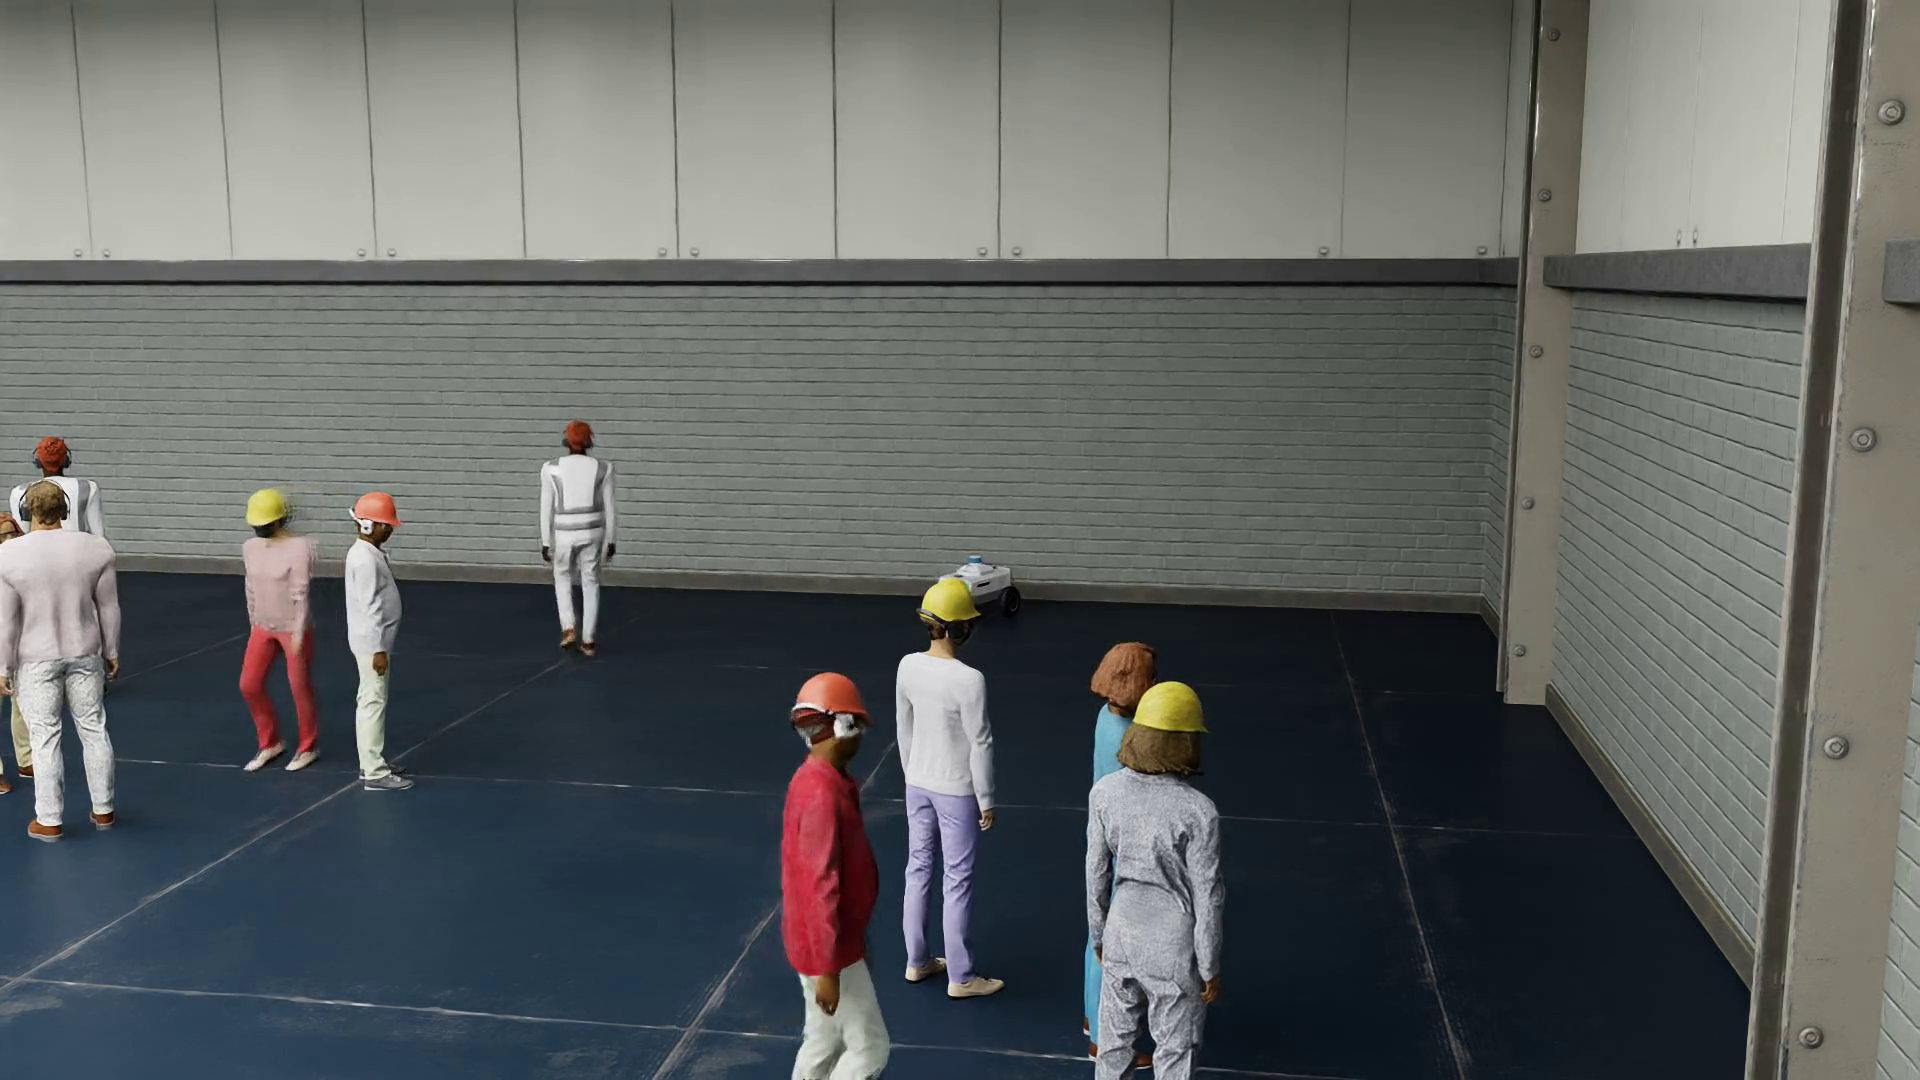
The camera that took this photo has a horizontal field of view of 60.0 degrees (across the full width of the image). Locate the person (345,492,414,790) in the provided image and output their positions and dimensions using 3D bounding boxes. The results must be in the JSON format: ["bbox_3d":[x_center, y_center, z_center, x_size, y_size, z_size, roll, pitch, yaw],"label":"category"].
[{"bbox_3d":[-3.418,0.588,9.781,0.337,1.742,0.561,-4,10,-22],"label":"person"}]

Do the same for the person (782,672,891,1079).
[{"bbox_3d":[-0.432,1.310,5.465,0.385,1.704,0.649,-1,9,-9],"label":"person"}]

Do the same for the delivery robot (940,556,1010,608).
[{"bbox_3d":[0.131,0.380,14.433,0.477,0.478,0.707,6,11,34],"label":"delivery robot"}]

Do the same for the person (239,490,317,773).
[{"bbox_3d":[-4.105,0.557,9.992,0.527,1.736,0.501,3,10,18],"label":"person"}]

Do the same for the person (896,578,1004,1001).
[{"bbox_3d":[-0.050,1.035,6.961,0.525,1.769,0.309,9,13,44],"label":"person"}]

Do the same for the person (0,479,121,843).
[{"bbox_3d":[-4.812,0.637,8.880,0.635,1.939,0.362,-9,13,-44],"label":"person"}]

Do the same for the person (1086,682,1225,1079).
[{"bbox_3d":[0.638,1.311,5.356,0.489,1.733,0.331,8,12,39],"label":"person"}]

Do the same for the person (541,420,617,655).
[{"bbox_3d":[-3.013,-0.021,13.170,0.592,1.866,0.457,-3,10,-16],"label":"person"}]

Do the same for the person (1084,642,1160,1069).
[{"bbox_3d":[0.623,1.190,6.408,0.268,1.632,0.507,0,9,2],"label":"person"}]

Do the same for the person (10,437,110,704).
[{"bbox_3d":[-6.282,0.217,11.649,0.572,1.883,0.356,-6,11,-31],"label":"person"}]
